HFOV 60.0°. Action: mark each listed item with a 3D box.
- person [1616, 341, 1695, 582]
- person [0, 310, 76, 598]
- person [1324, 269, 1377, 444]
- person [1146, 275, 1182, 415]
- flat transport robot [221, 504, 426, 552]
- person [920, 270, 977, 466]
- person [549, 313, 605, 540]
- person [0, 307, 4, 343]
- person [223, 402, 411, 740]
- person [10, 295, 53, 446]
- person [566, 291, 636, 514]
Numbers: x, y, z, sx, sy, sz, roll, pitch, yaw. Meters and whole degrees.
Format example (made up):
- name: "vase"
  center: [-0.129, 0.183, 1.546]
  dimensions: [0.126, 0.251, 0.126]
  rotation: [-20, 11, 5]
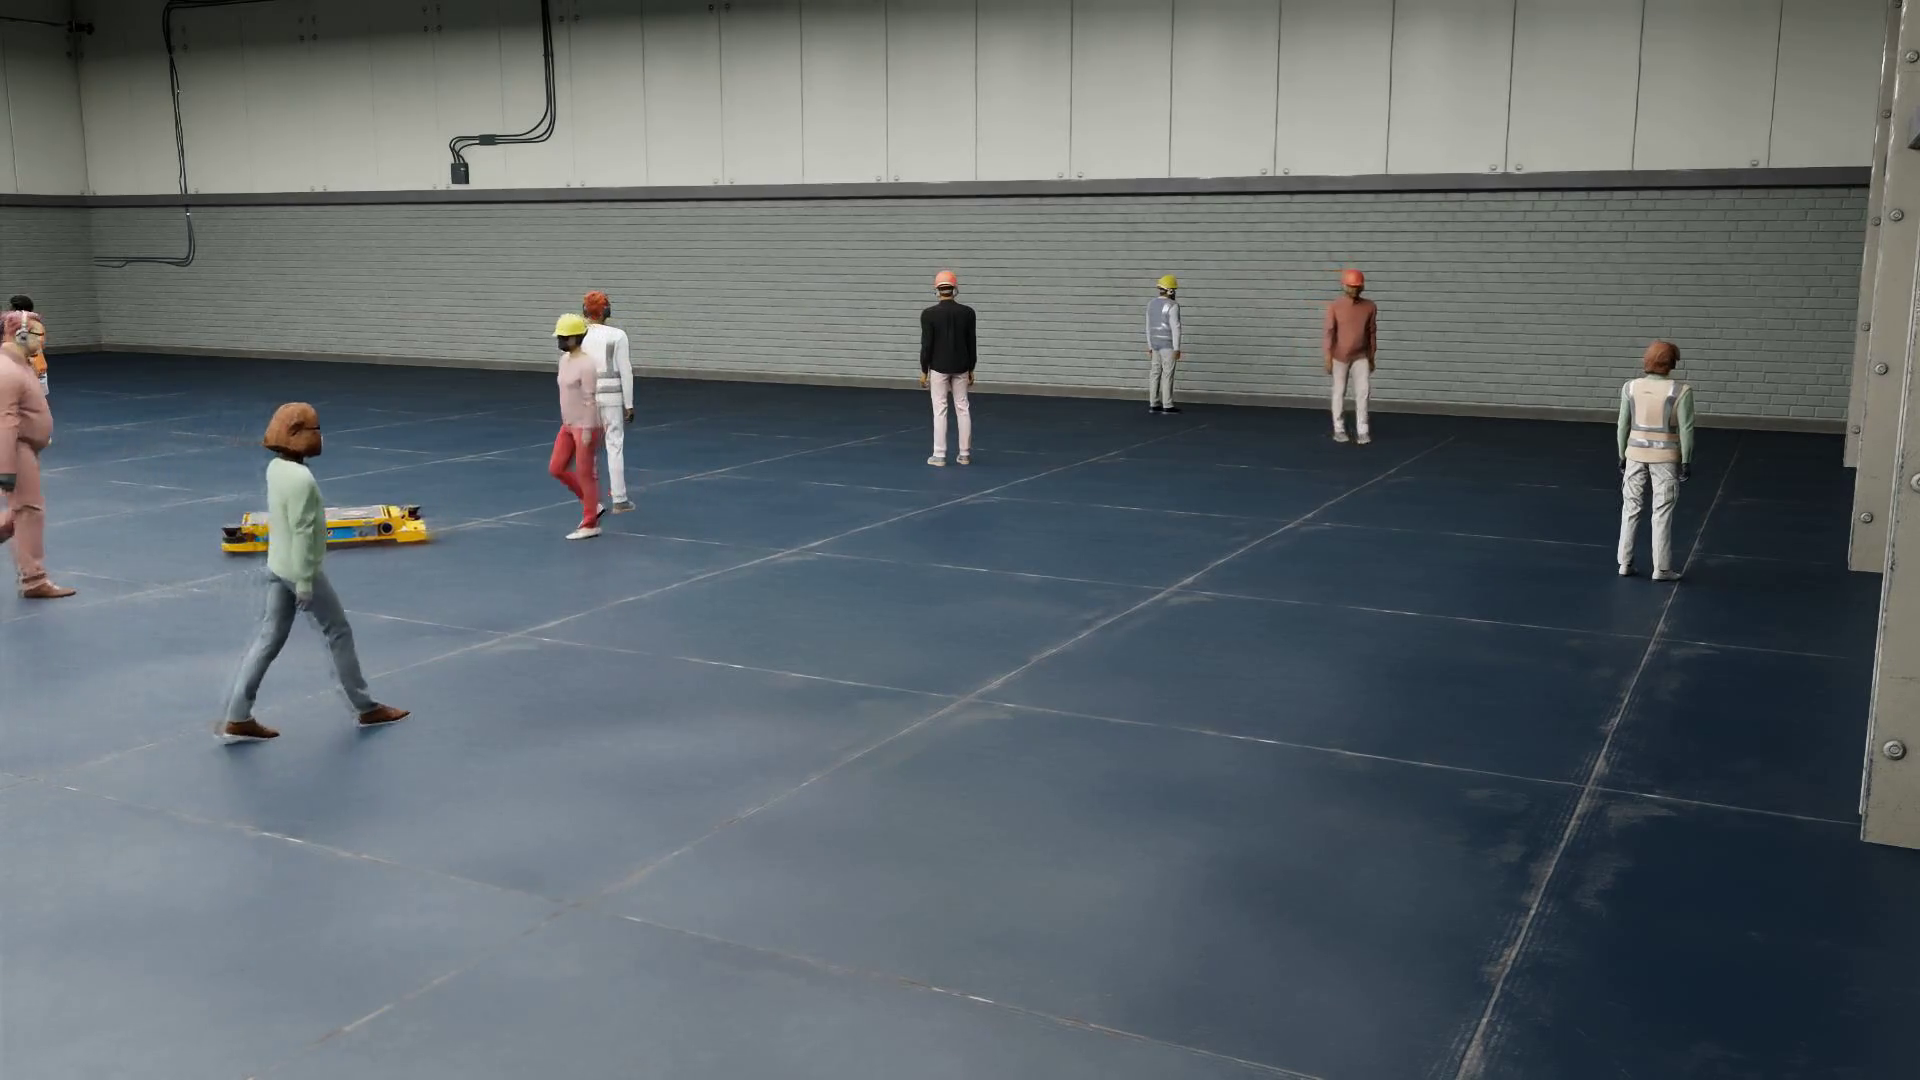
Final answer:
- name: "person"
  center: [4.735, -0.534, 11.355]
  dimensions: [0.306, 1.637, 0.523]
  rotation: [-9, 14, -41]
- name: "person"
  center: [-6.167, -0.531, 10.697]
  dimensions: [0.637, 1.878, 0.691]
  rotation: [-4, 11, -23]
- name: "person"
  center: [4.417, -2.049, 18.712]
  dimensions: [0.654, 1.961, 0.849]
  rotation: [-1, 10, -5]
- name: "person"
  center: [2.713, -2.574, 21.947]
  dimensions: [0.403, 1.830, 0.598]
  rotation: [-7, 12, -33]
- name: "flat transport robot"
  center: [-4.857, -0.101, 12.723]
  dimensions: [1.431, 0.197, 0.652]
  rotation: [-4, 11, -21]
- name: "person"
  center: [-0.127, -1.751, 17.028]
  dimensions: [0.613, 1.991, 0.391]
  rotation: [-4, 11, -20]
- name: "person"
  center: [-2.971, -0.869, 12.849]
  dimensions: [0.366, 1.751, 0.555]
  rotation: [-8, 13, -39]
- name: "person"
  center: [-12.484, -2.456, 21.283]
  dimensions: [0.621, 1.845, 0.430]
  rotation: [1, 10, 5]
- name: "person"
  center: [-3.086, 0.147, 7.779]
  dimensions: [0.841, 1.589, 0.512]
  rotation: [-8, 13, -38]
- name: "person"
  center: [-10.319, -1.861, 18.428]
  dimensions: [0.318, 1.699, 0.535]
  rotation: [0, 10, 2]
- name: "person"
  center: [-3.034, -1.156, 14.083]
  dimensions: [0.576, 1.883, 0.355]
  rotation: [2, 11, 9]
